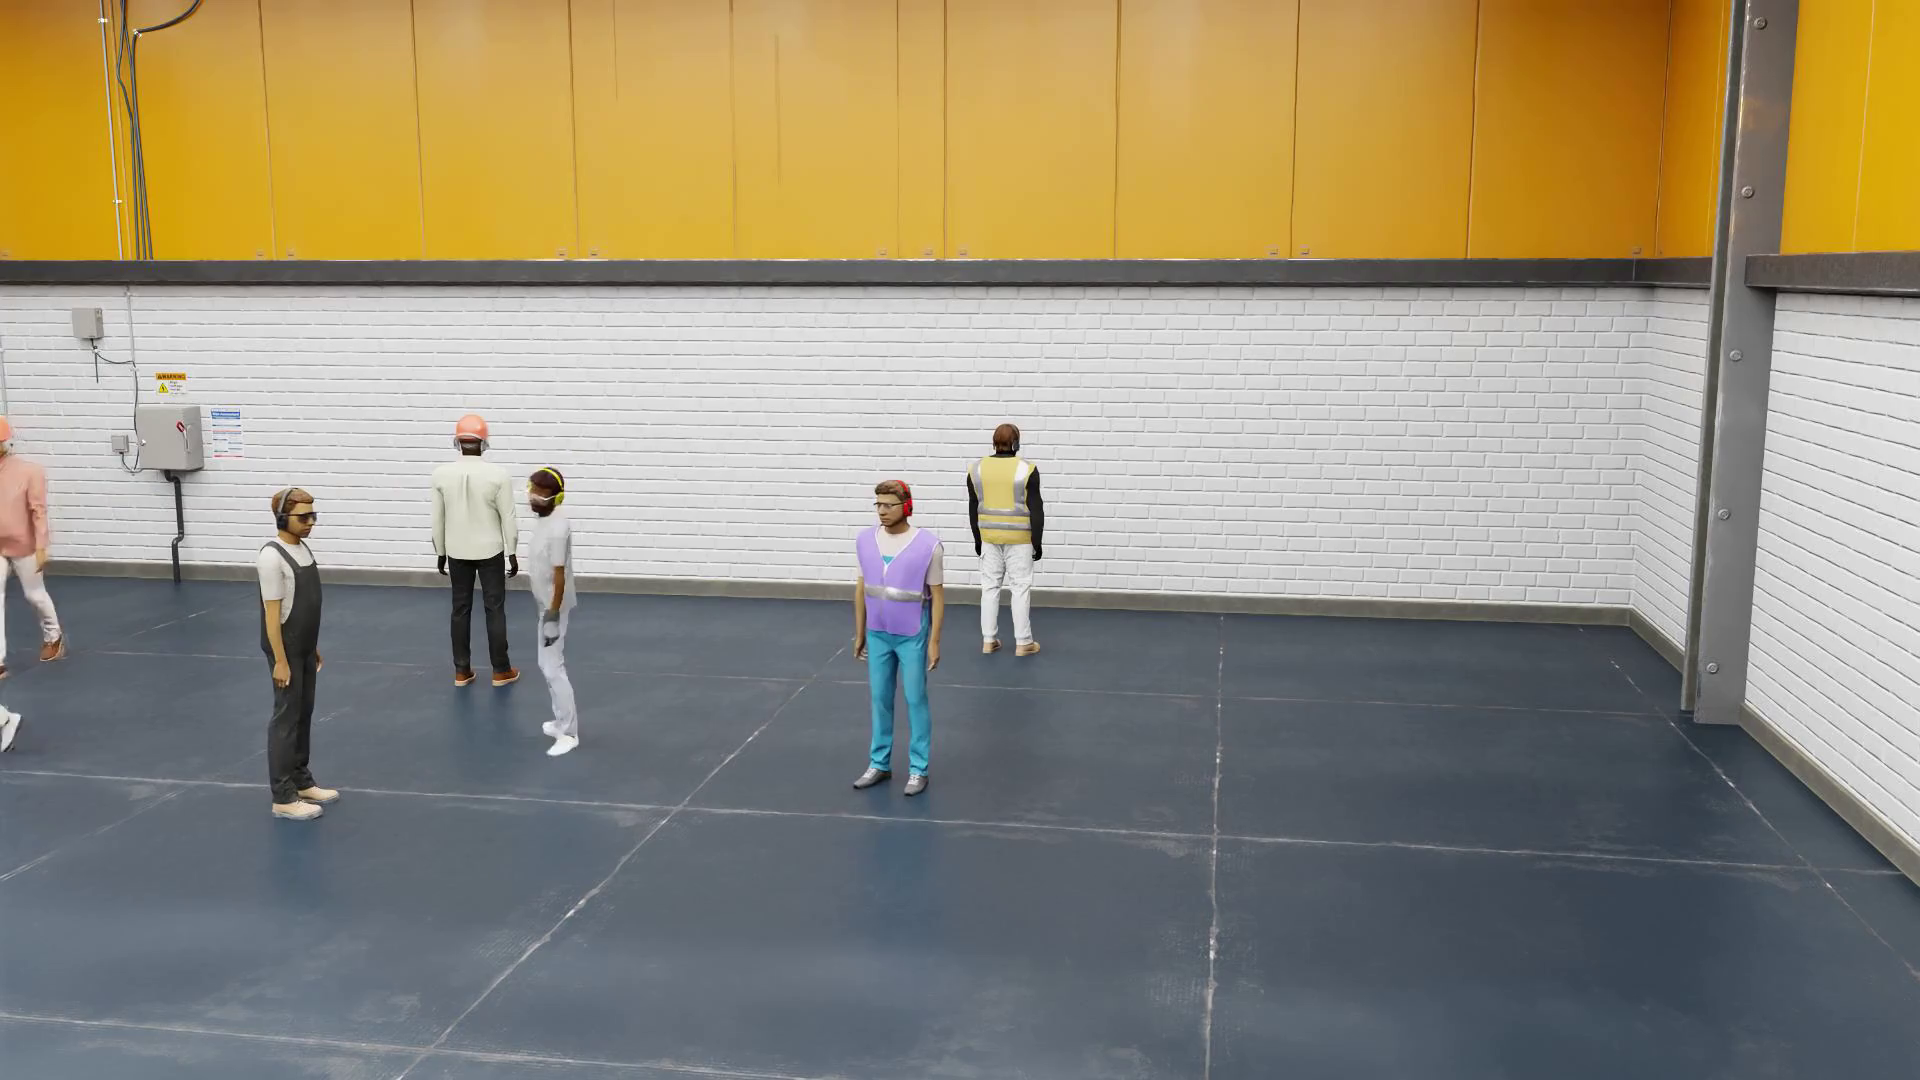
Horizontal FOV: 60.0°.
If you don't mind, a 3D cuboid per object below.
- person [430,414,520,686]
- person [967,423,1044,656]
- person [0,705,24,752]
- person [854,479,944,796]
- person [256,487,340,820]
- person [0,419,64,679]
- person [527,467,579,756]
[{"bbox_3d":[-3.527,0.079,12.153,0.625,1.991,0.392,0,9,2],"label":"person"},{"bbox_3d":[0.376,-0.004,13.132,0.627,1.844,0.429,4,10,23],"label":"person"},{"bbox_3d":[-6.270,0.566,10.306,0.700,1.614,0.524,-3,10,-20],"label":"person"},{"bbox_3d":[-0.349,0.555,9.670,0.565,1.845,0.387,5,10,27],"label":"person"},{"bbox_3d":[-3.708,0.622,9.270,0.324,1.842,0.516,0,9,-1],"label":"person"},{"bbox_3d":[-7.151,0.033,12.550,0.604,1.962,0.980,-2,9,-10],"label":"person"},{"bbox_3d":[-2.594,0.434,10.501,0.307,1.836,0.688,-4,10,-25],"label":"person"}]
